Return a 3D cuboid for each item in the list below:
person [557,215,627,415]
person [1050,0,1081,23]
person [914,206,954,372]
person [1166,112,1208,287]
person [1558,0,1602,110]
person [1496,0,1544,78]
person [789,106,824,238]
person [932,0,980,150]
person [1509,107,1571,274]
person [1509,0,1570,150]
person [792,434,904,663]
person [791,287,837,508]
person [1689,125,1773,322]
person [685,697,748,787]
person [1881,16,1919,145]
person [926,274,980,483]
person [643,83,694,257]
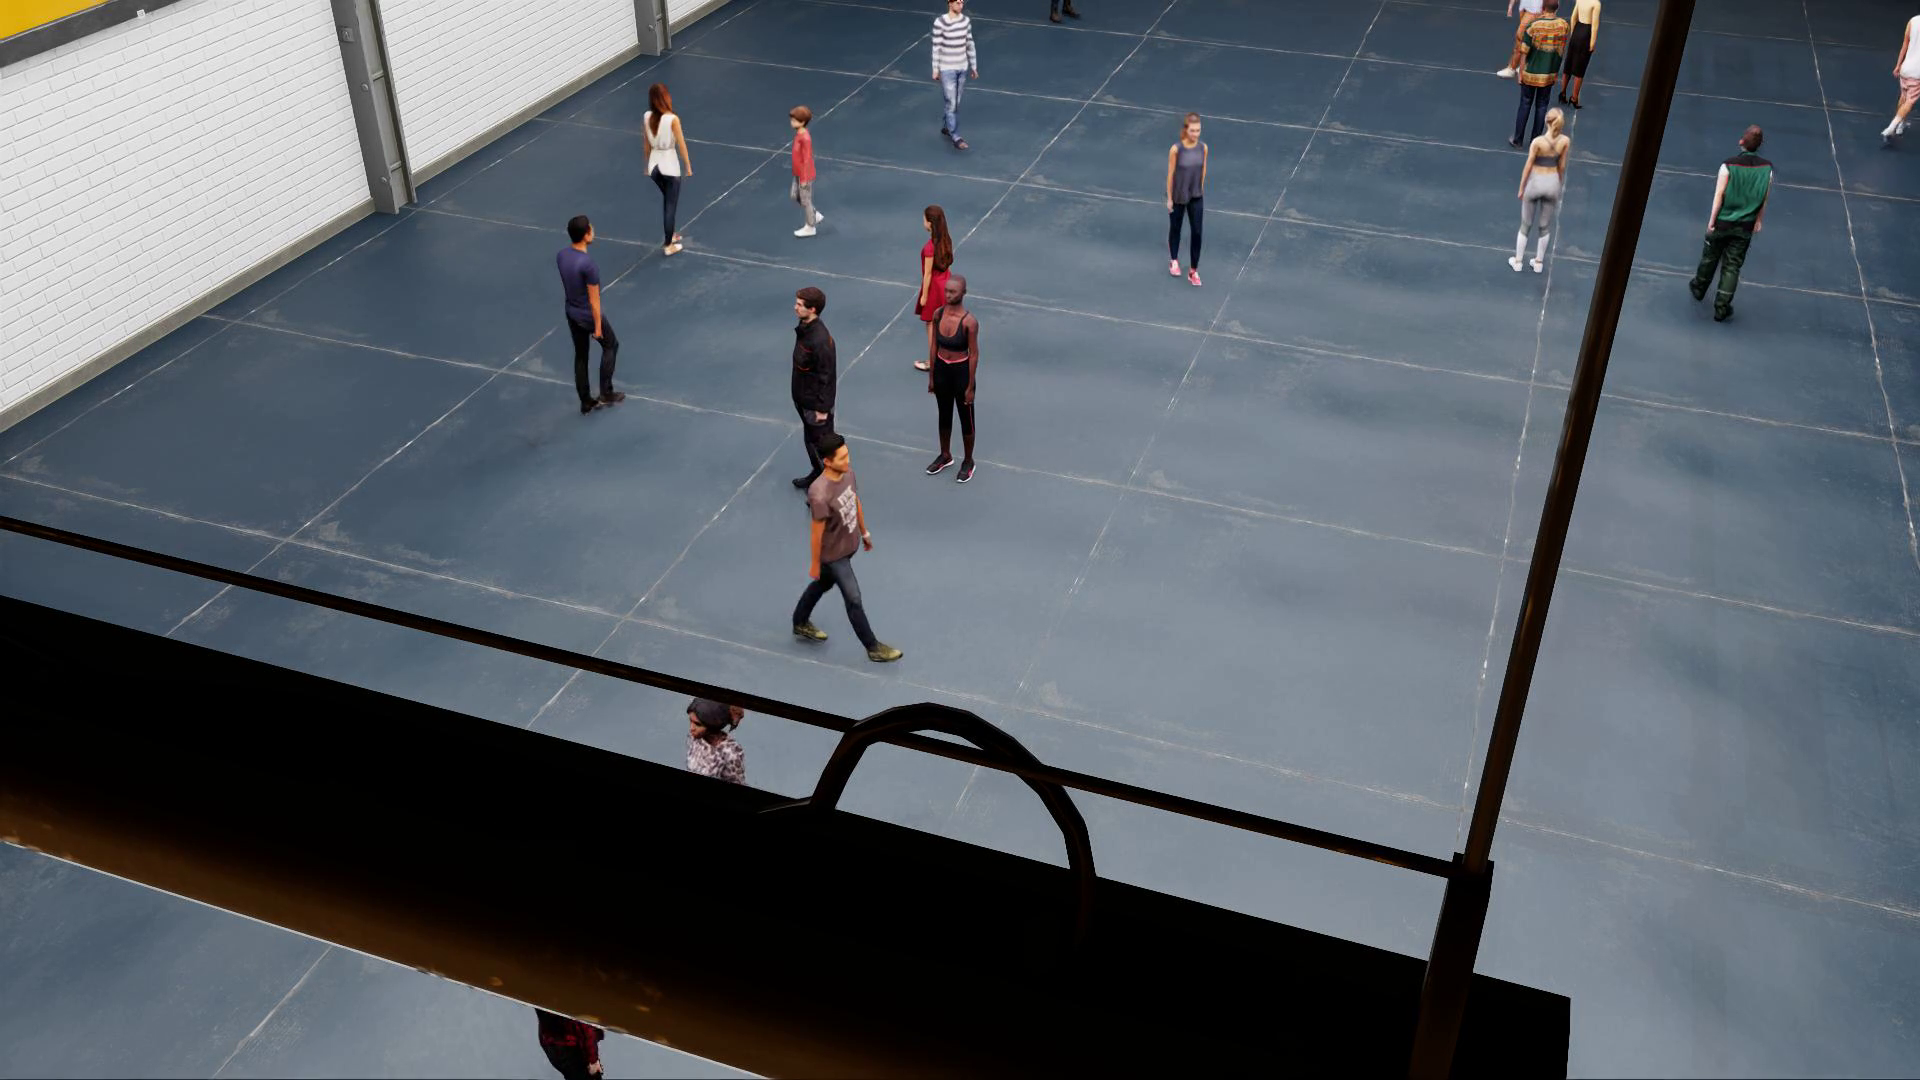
[{"bbox_3d":[-3.275,-1.881,14.216,0.700,1.771,0.718,21,39,28],"label":"person"},{"bbox_3d":[1.568,-8.499,24.076,0.912,1.878,0.986,-22,40,-30],"label":"person"},{"bbox_3d":[-0.196,-2.265,14.991,0.666,1.551,0.594,19,38,26],"label":"person"},{"bbox_3d":[2.219,-3.444,16.629,0.788,1.702,0.948,-3,34,-4],"label":"person"},{"bbox_3d":[7.823,-6.286,20.948,0.718,1.653,0.657,-14,36,-21],"label":"person"},{"bbox_3d":[7.598,-7.019,21.926,1.061,1.792,1.020,-11,35,-16],"label":"person"},{"bbox_3d":[-1.584,-3.904,17.584,0.709,1.411,0.643,-9,35,-14],"label":"person"},{"bbox_3d":[-0.118,-5.633,19.817,1.073,1.819,1.085,-19,38,-26],"label":"person"},{"bbox_3d":[5.865,-3.515,16.732,0.634,1.706,0.638,1,34,1],"label":"person"},{"bbox_3d":[6.854,-5.522,19.661,0.758,1.806,0.750,2,34,3],"label":"person"},{"bbox_3d":[-0.929,0.046,11.356,0.720,1.728,1.035,13,36,18],"label":"person"},{"bbox_3d":[-1.127,-1.131,13.026,0.851,1.839,0.777,-13,36,-19],"label":"person"},{"bbox_3d":[7.374,-2.987,15.855,0.762,1.797,1.047,7,34,11],"label":"person"},{"bbox_3d":[-1.240,1.503,9.183,0.774,1.706,0.727,-26,42,-33],"label":"person"},{"bbox_3d":[11.380,-5.597,19.816,1.219,1.760,0.997,-25,41,-32],"label":"person"},{"bbox_3d":[-0.034,-1.319,13.382,0.607,1.758,0.569,17,37,23],"label":"person"},{"bbox_3d":[-3.070,-3.752,17.030,0.657,1.771,0.662,15,37,22],"label":"person"}]
